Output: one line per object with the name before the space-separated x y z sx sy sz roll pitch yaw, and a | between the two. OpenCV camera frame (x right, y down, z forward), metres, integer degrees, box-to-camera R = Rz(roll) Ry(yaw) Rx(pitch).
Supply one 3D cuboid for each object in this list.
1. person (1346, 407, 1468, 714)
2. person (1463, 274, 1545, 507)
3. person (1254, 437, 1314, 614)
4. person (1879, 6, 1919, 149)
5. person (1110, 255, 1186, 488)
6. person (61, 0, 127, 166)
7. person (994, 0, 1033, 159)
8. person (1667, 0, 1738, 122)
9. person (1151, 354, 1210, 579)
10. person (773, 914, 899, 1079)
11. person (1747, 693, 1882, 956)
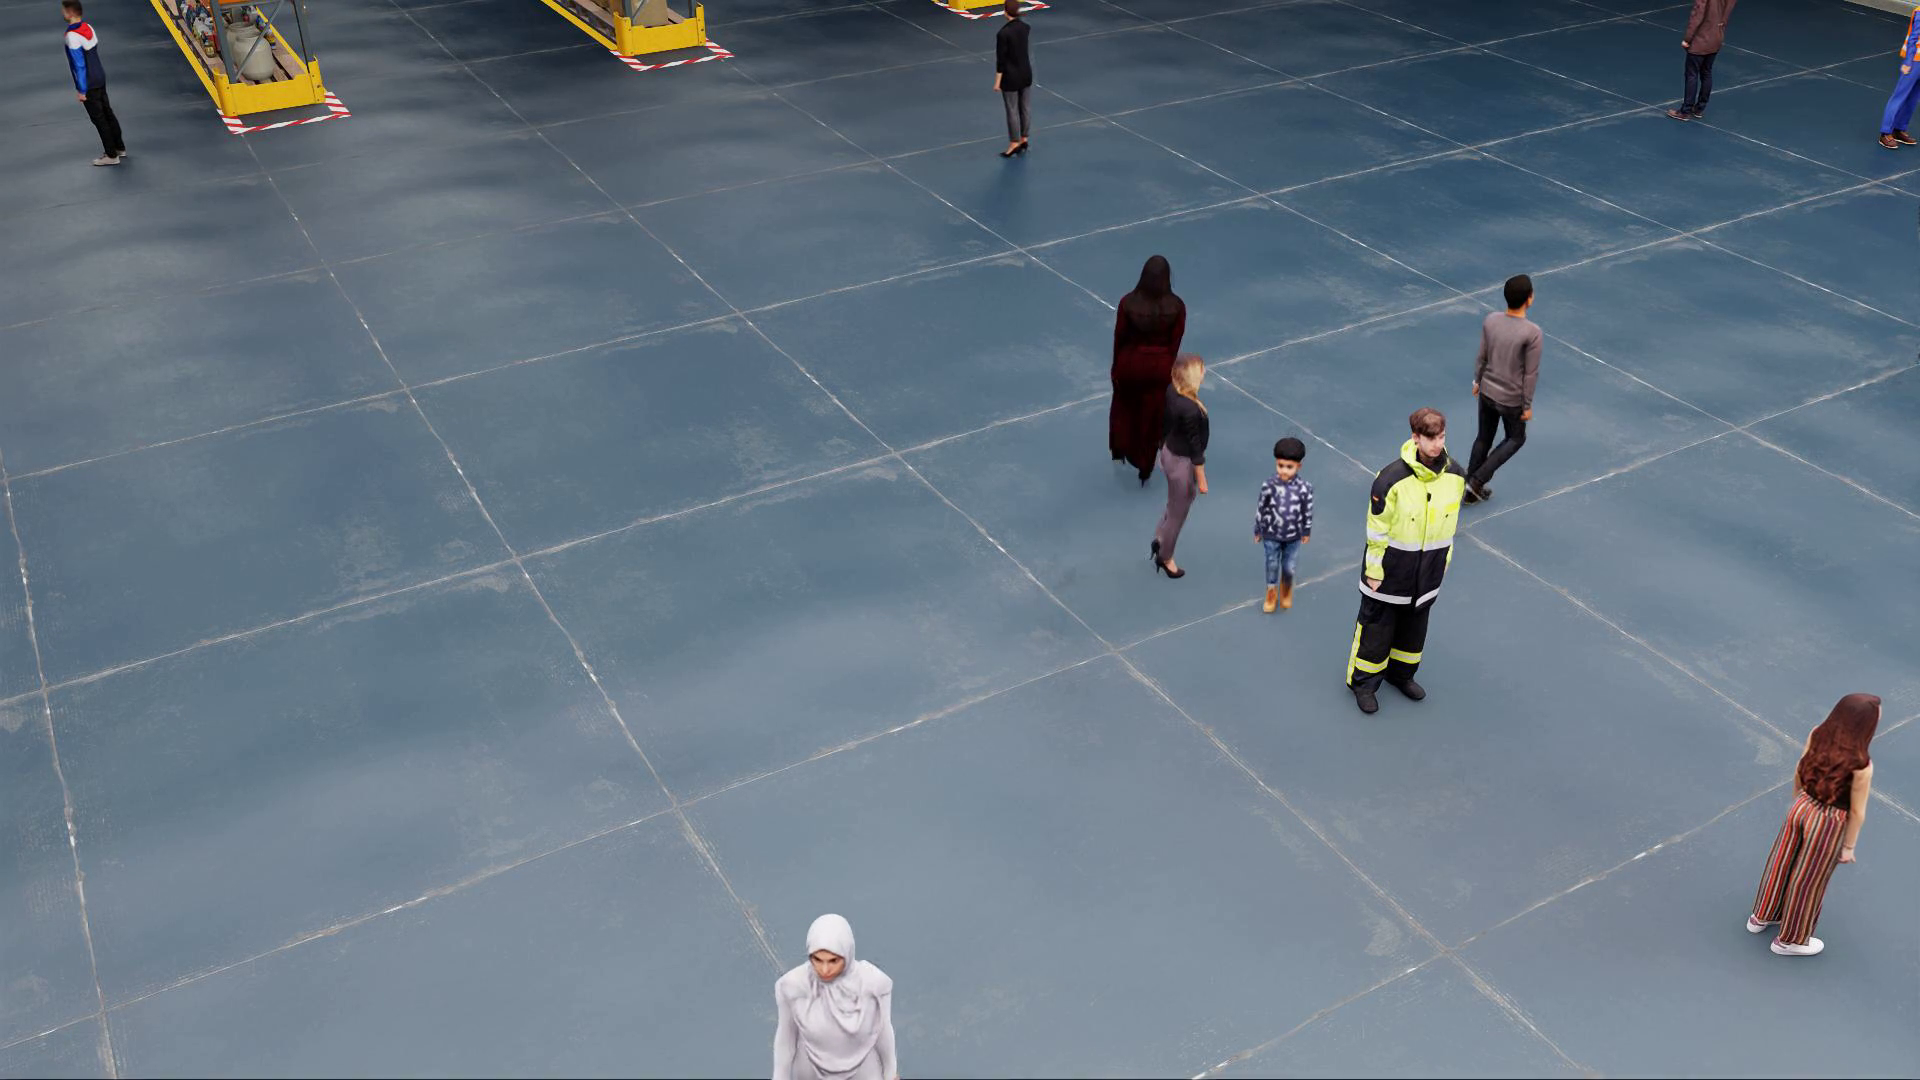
person | 2.633 0.102 9.795 0.808 1.983 0.699 -11 34 -17
person | 3.774 -1.005 11.759 0.673 1.760 0.792 14 35 21
person | 2.111 -0.115 10.832 0.596 1.243 0.656 8 33 12
person | 10.675 -5.327 18.513 0.696 1.864 0.622 -14 35 -20
person | 1.359 -1.178 12.051 0.863 1.741 0.929 2 32 4
person | -9.441 -4.986 18.072 0.782 1.757 0.658 -1 32 -2
person | 0.606 -5.064 18.234 0.674 1.716 0.708 26 41 35
person | 8.661 -5.822 19.312 0.759 1.848 0.676 -15 35 -22
person | 1.373 -0.454 10.977 0.729 1.662 0.583 -5 33 -7
person | -0.489 2.141 6.802 1.047 1.728 1.218 2 32 4
person | 4.220 1.375 8.172 0.658 1.562 0.514 -10 33 -15
